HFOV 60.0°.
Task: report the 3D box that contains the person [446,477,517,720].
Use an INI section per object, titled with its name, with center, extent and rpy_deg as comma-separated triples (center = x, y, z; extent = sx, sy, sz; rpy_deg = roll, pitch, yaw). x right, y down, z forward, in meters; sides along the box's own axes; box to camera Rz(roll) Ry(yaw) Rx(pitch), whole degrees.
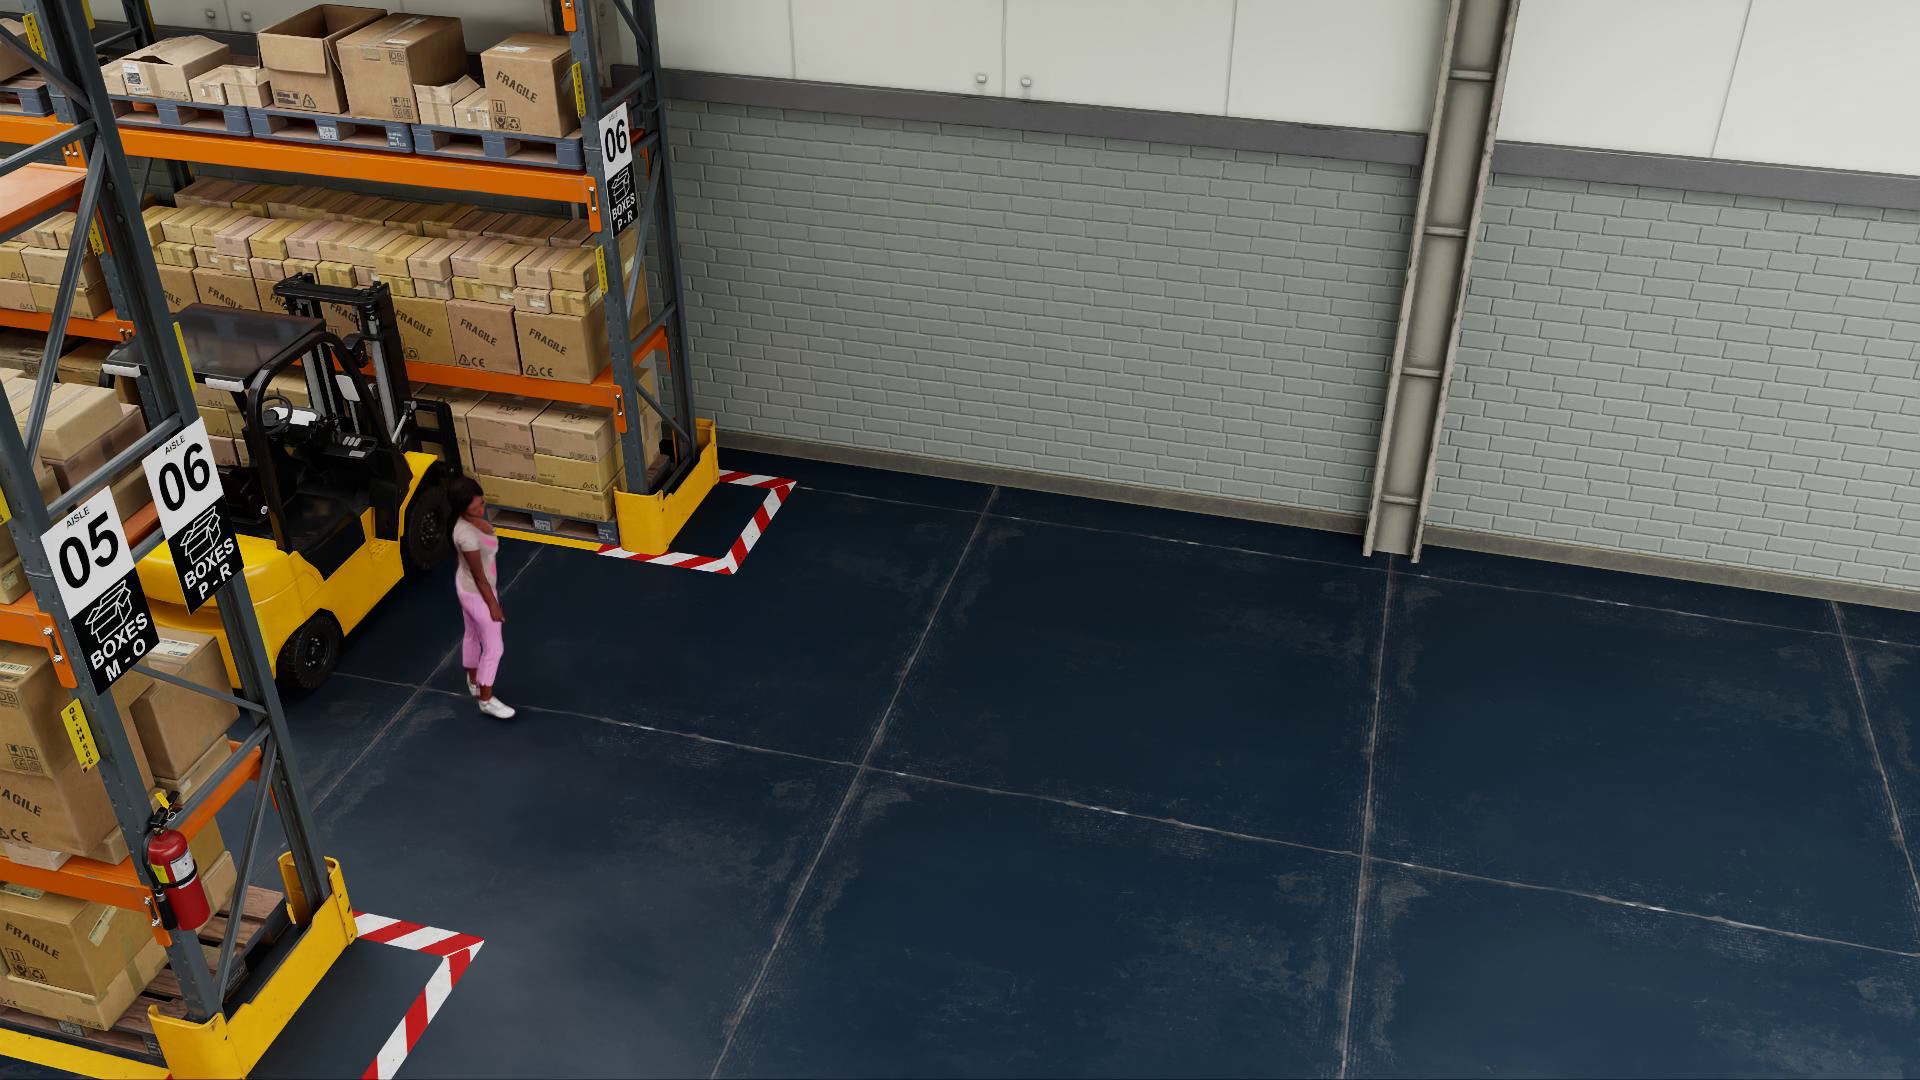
[person]
center = -3.002, 0.309, 10.183
extent = 0.857, 1.723, 0.830
rpy_deg = -22, 39, -29
